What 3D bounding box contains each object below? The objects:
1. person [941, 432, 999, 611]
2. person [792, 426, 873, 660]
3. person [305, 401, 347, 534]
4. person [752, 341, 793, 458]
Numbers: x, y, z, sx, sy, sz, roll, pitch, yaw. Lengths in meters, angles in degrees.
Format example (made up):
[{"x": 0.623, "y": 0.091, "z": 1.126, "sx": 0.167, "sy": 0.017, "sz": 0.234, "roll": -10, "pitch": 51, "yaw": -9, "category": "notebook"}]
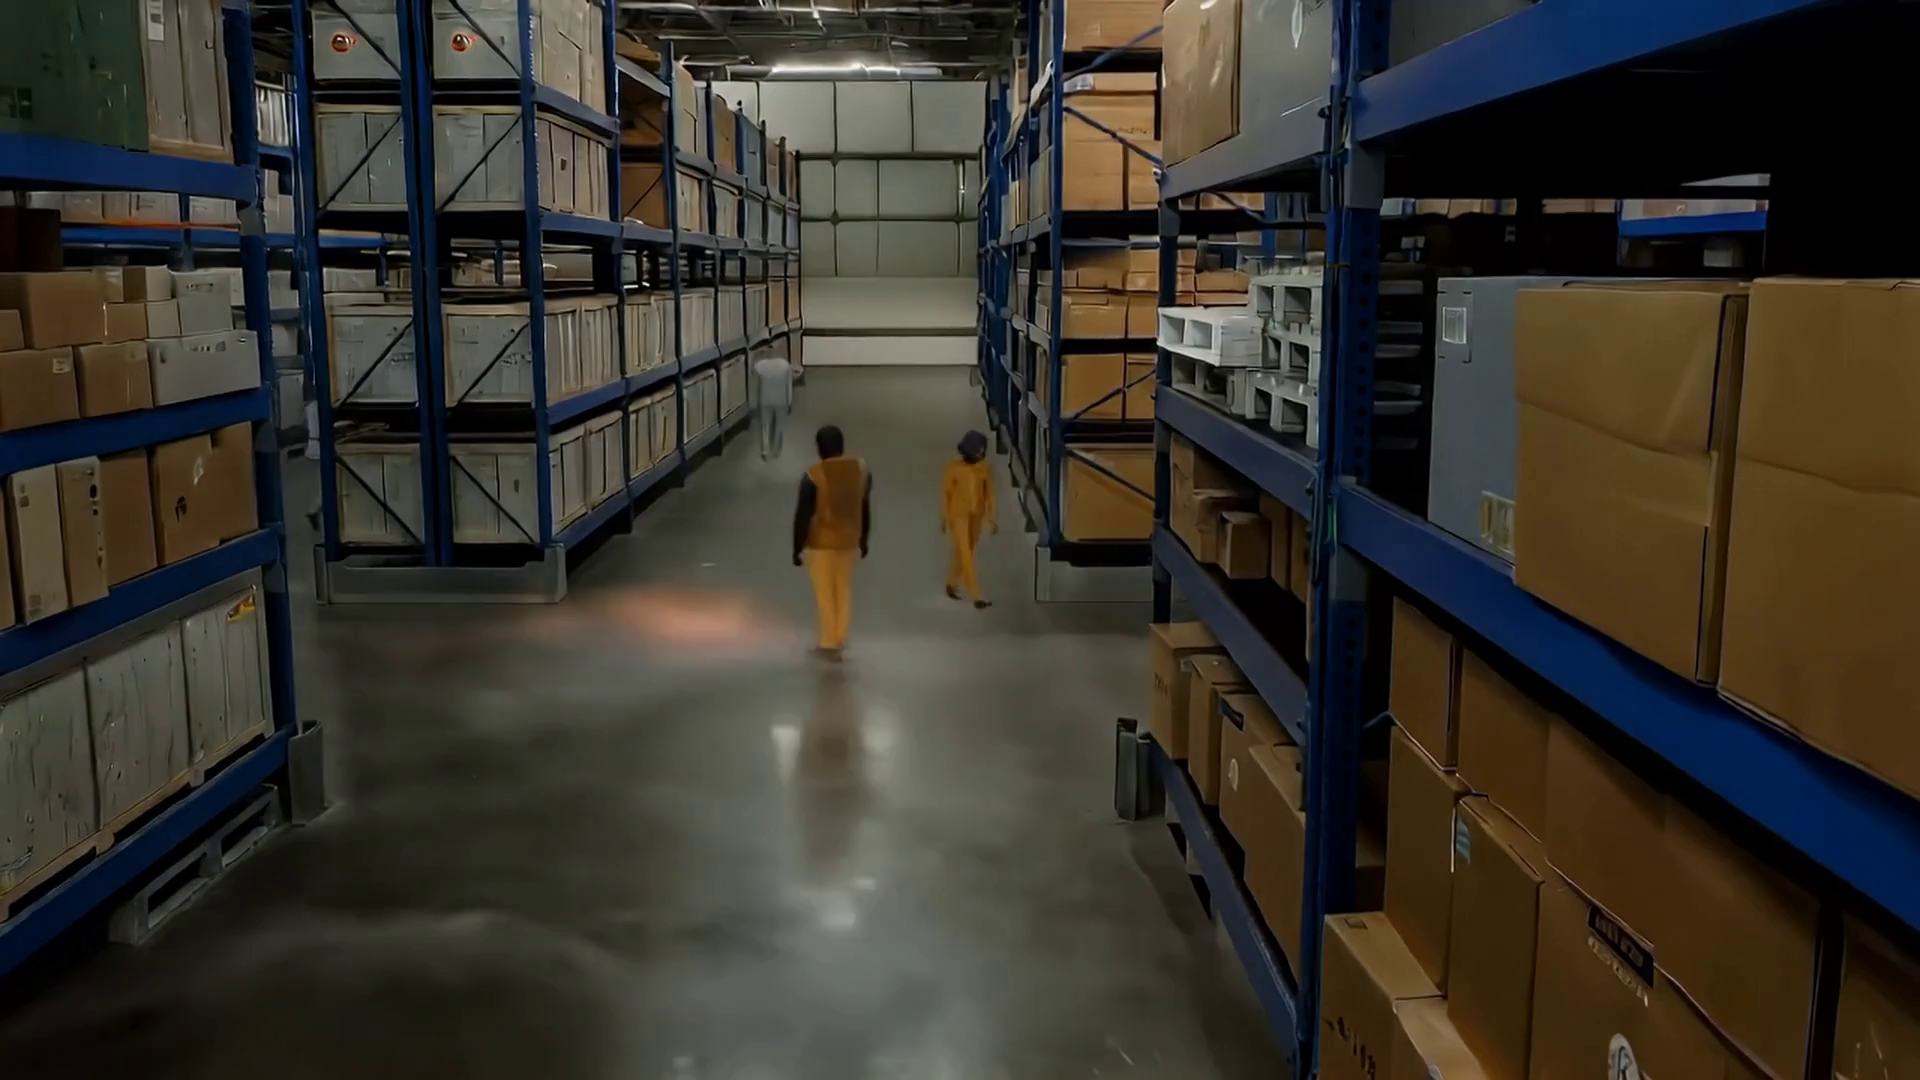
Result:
[{"x": 0.092, "y": -0.186, "z": 14.948, "sx": 0.508, "sy": 1.581, "sz": 0.873, "roll": -6, "pitch": 11, "yaw": -33, "category": "person"}, {"x": -1.025, "y": 0.020, "z": 12.940, "sx": 0.663, "sy": 1.824, "sz": 0.539, "roll": -7, "pitch": 12, "yaw": -37, "category": "person"}, {"x": -7.177, "y": -0.949, "z": 18.865, "sx": 0.590, "sy": 1.828, "sz": 0.623, "roll": 5, "pitch": 11, "yaw": 29, "category": "person"}, {"x": -2.991, "y": -2.233, "z": 26.570, "sx": 0.657, "sy": 1.893, "sz": 0.503, "roll": -1, "pitch": 9, "yaw": -4, "category": "person"}]
